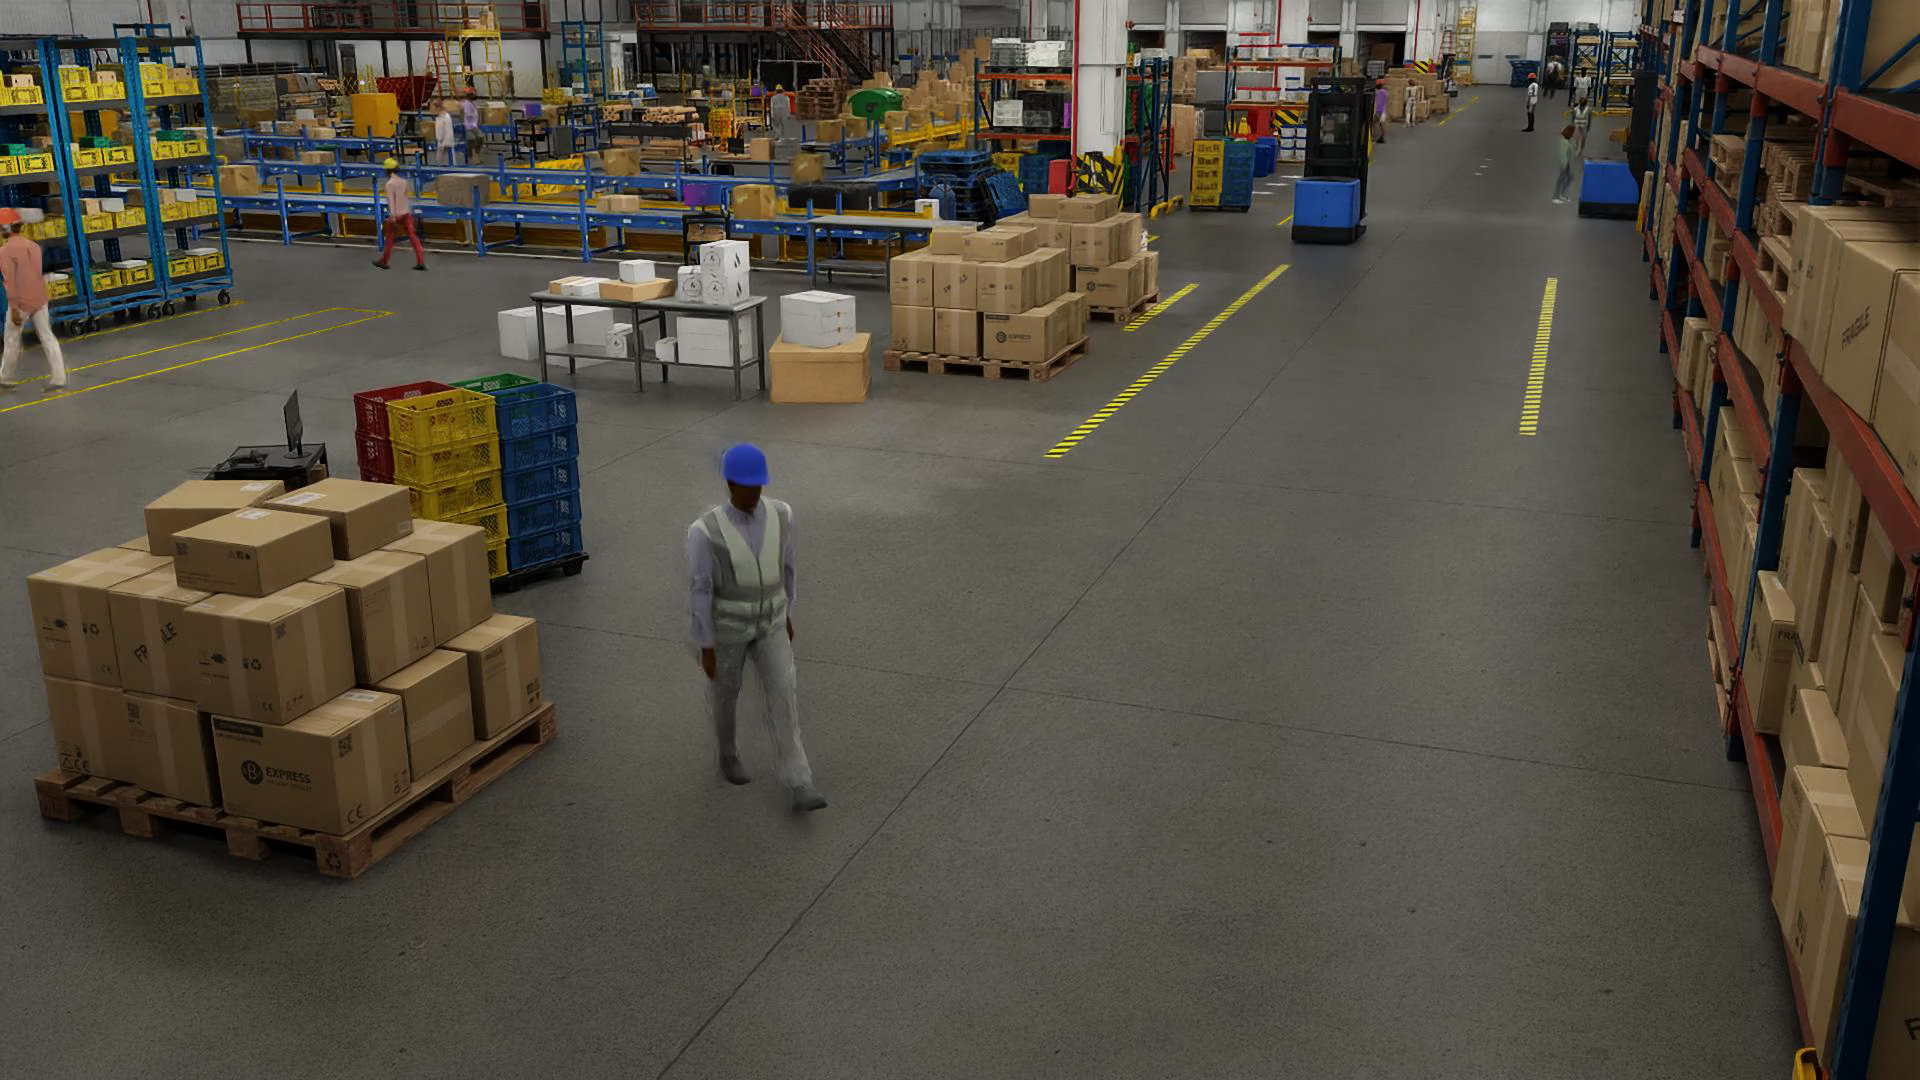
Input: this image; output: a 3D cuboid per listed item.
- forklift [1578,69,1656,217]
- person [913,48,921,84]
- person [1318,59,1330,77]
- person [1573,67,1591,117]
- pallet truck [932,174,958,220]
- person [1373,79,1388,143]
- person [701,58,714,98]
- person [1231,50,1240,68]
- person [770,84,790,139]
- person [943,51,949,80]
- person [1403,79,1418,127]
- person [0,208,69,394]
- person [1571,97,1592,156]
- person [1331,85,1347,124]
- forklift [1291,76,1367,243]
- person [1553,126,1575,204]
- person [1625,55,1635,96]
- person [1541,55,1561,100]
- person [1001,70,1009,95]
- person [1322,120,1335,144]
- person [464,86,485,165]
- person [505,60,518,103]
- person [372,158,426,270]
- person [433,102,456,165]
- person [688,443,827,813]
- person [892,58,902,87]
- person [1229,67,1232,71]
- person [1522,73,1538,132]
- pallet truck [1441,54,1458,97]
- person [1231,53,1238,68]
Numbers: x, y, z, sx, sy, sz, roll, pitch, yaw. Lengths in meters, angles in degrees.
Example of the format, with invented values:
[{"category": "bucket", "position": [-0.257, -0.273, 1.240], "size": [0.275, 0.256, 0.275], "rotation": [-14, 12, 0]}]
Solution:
[{"category": "forklift", "position": [13.219, -7.740, 32.475], "size": [1.873, 2.768, 1.129], "rotation": [6, 19, 18]}, {"category": "person", "position": [-2.387, -26.185, 91.962], "size": [0.543, 1.938, 0.357], "rotation": [14, 22, 37]}, {"category": "person", "position": [18.685, -24.079, 85.370], "size": [0.586, 1.921, 0.375], "rotation": [-2, 18, -5]}, {"category": "person", "position": [22.890, -16.424, 61.266], "size": [0.608, 1.960, 0.371], "rotation": [4, 18, 14]}, {"category": "pallet truck", "position": [-0.507, -5.292, 27.348], "size": [0.653, 1.274, 1.630], "rotation": [6, 19, 19]}, {"category": "person", "position": [12.882, -13.267, 51.424], "size": [0.544, 1.892, 0.932], "rotation": [-8, 19, -23]}, {"category": "person", "position": [-11.426, -20.673, 74.750], "size": [0.539, 1.940, 0.600], "rotation": [6, 18, 17]}, {"category": "person", "position": [15.018, -25.763, 90.625], "size": [0.605, 1.944, 0.403], "rotation": [-6, 19, -19]}, {"category": "person", "position": [-5.425, -12.817, 50.179], "size": [0.615, 1.806, 0.723], "rotation": [-4, 18, -12]}, {"category": "person", "position": [-0.721, -24.750, 87.545], "size": [0.357, 1.881, 0.574], "rotation": [-3, 18, -9]}, {"category": "person", "position": [15.749, -15.257, 58.103], "size": [0.514, 1.643, 0.307], "rotation": [-8, 19, -24]}, {"category": "person", "position": [-9.946, -2.505, 17.519], "size": [0.965, 1.950, 0.661], "rotation": [3, 18, 11]}, {"category": "person", "position": [17.425, -11.621, 46.708], "size": [0.518, 1.627, 0.480], "rotation": [7, 19, 22]}, {"category": "person", "position": [11.898, -13.518, 52.525], "size": [0.662, 1.720, 0.461], "rotation": [0, 18, -1]}, {"category": "forklift", "position": [6.598, -6.755, 29.381], "size": [1.129, 2.768, 1.873], "rotation": [6, 19, 19]}, {"category": "person", "position": [12.781, -7.893, 34.996], "size": [0.484, 1.616, 0.534], "rotation": [9, 20, 27]}, {"category": "person", "position": [31.988, -22.141, 79.255], "size": [0.372, 1.940, 0.630], "rotation": [12, 21, 33]}, {"category": "person", "position": [27.167, -21.256, 76.306], "size": [0.691, 2.000, 0.704], "rotation": [-2, 18, -8]}, {"category": "person", "position": [1.735, -18.094, 66.661], "size": [0.509, 1.865, 0.329], "rotation": [1, 18, 5]}, {"category": "person", "position": [8.214, -8.493, 36.892], "size": [0.695, 1.612, 0.494], "rotation": [14, 22, 37]}, {"category": "person", "position": [-12.806, -10.911, 43.831], "size": [0.534, 2.024, 0.618], "rotation": [2, 18, 7]}, {"category": "person", "position": [-19.883, -20.226, 73.413], "size": [0.586, 1.834, 0.534], "rotation": [5, 18, 15]}, {"category": "person", "position": [-8.804, -5.080, 25.991], "size": [0.918, 1.721, 0.521], "rotation": [8, 19, 22]}, {"category": "person", "position": [-12.089, -9.310, 39.028], "size": [0.460, 1.880, 0.662], "rotation": [-16, 23, -40]}, {"category": "person", "position": [-1.044, 0.446, 8.350], "size": [0.637, 1.889, 1.001], "rotation": [-11, 21, -31]}, {"category": "person", "position": [-3.061, -22.521, 80.806], "size": [0.515, 1.702, 0.837], "rotation": [-1, 18, -2]}, {"category": "person", "position": [10.206, -17.001, 63.176], "size": [0.574, 1.883, 0.987], "rotation": [16, 24, 41]}, {"category": "person", "position": [19.216, -14.738, 56.019], "size": [0.385, 1.930, 0.541], "rotation": [14, 23, 38]}, {"category": "pallet truck", "position": [22.765, -21.886, 78.355], "size": [0.823, 1.965, 1.885], "rotation": [-4, 18, -14]}, {"category": "person", "position": [14.344, -24.844, 87.927], "size": [0.757, 1.837, 0.570], "rotation": [0, 18, 1]}]
